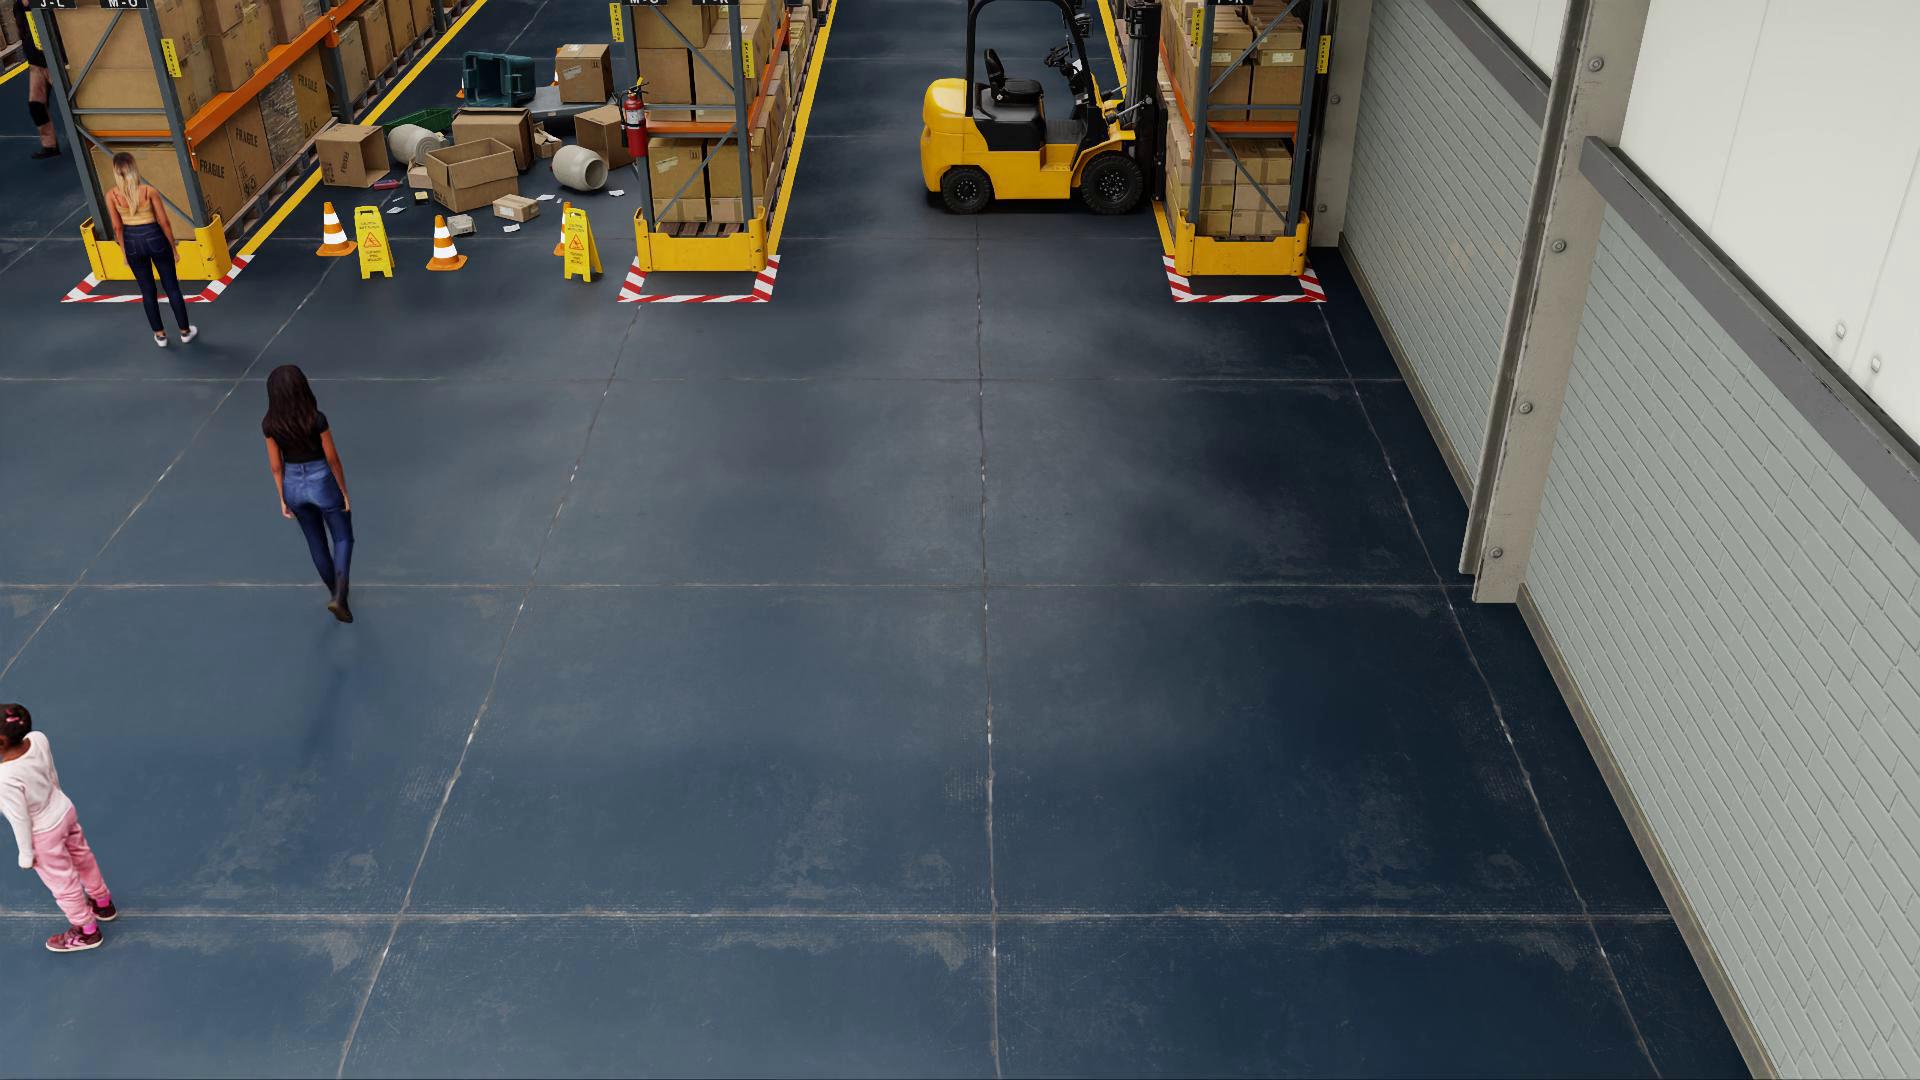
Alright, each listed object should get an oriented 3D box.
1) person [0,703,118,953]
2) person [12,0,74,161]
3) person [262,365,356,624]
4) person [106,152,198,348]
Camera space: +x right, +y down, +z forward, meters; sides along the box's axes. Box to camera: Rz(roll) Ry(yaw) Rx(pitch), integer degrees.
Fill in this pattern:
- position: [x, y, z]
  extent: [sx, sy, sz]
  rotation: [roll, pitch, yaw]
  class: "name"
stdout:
- position: [-4.348, 1.345, 7.923]
  extent: [0.600, 1.442, 0.436]
  rotation: [1, 32, 2]
  class: "person"
- position: [-9.576, -5.032, 17.598]
  extent: [0.829, 1.903, 0.988]
  rotation: [6, 33, 9]
  class: "person"
- position: [-3.946, -0.226, 10.147]
  extent: [0.701, 1.724, 0.992]
  rotation: [-8, 33, -12]
  class: "person"
- position: [-6.673, -2.388, 13.665]
  extent: [0.636, 1.627, 0.606]
  rotation: [-11, 34, -16]
  class: "person"
